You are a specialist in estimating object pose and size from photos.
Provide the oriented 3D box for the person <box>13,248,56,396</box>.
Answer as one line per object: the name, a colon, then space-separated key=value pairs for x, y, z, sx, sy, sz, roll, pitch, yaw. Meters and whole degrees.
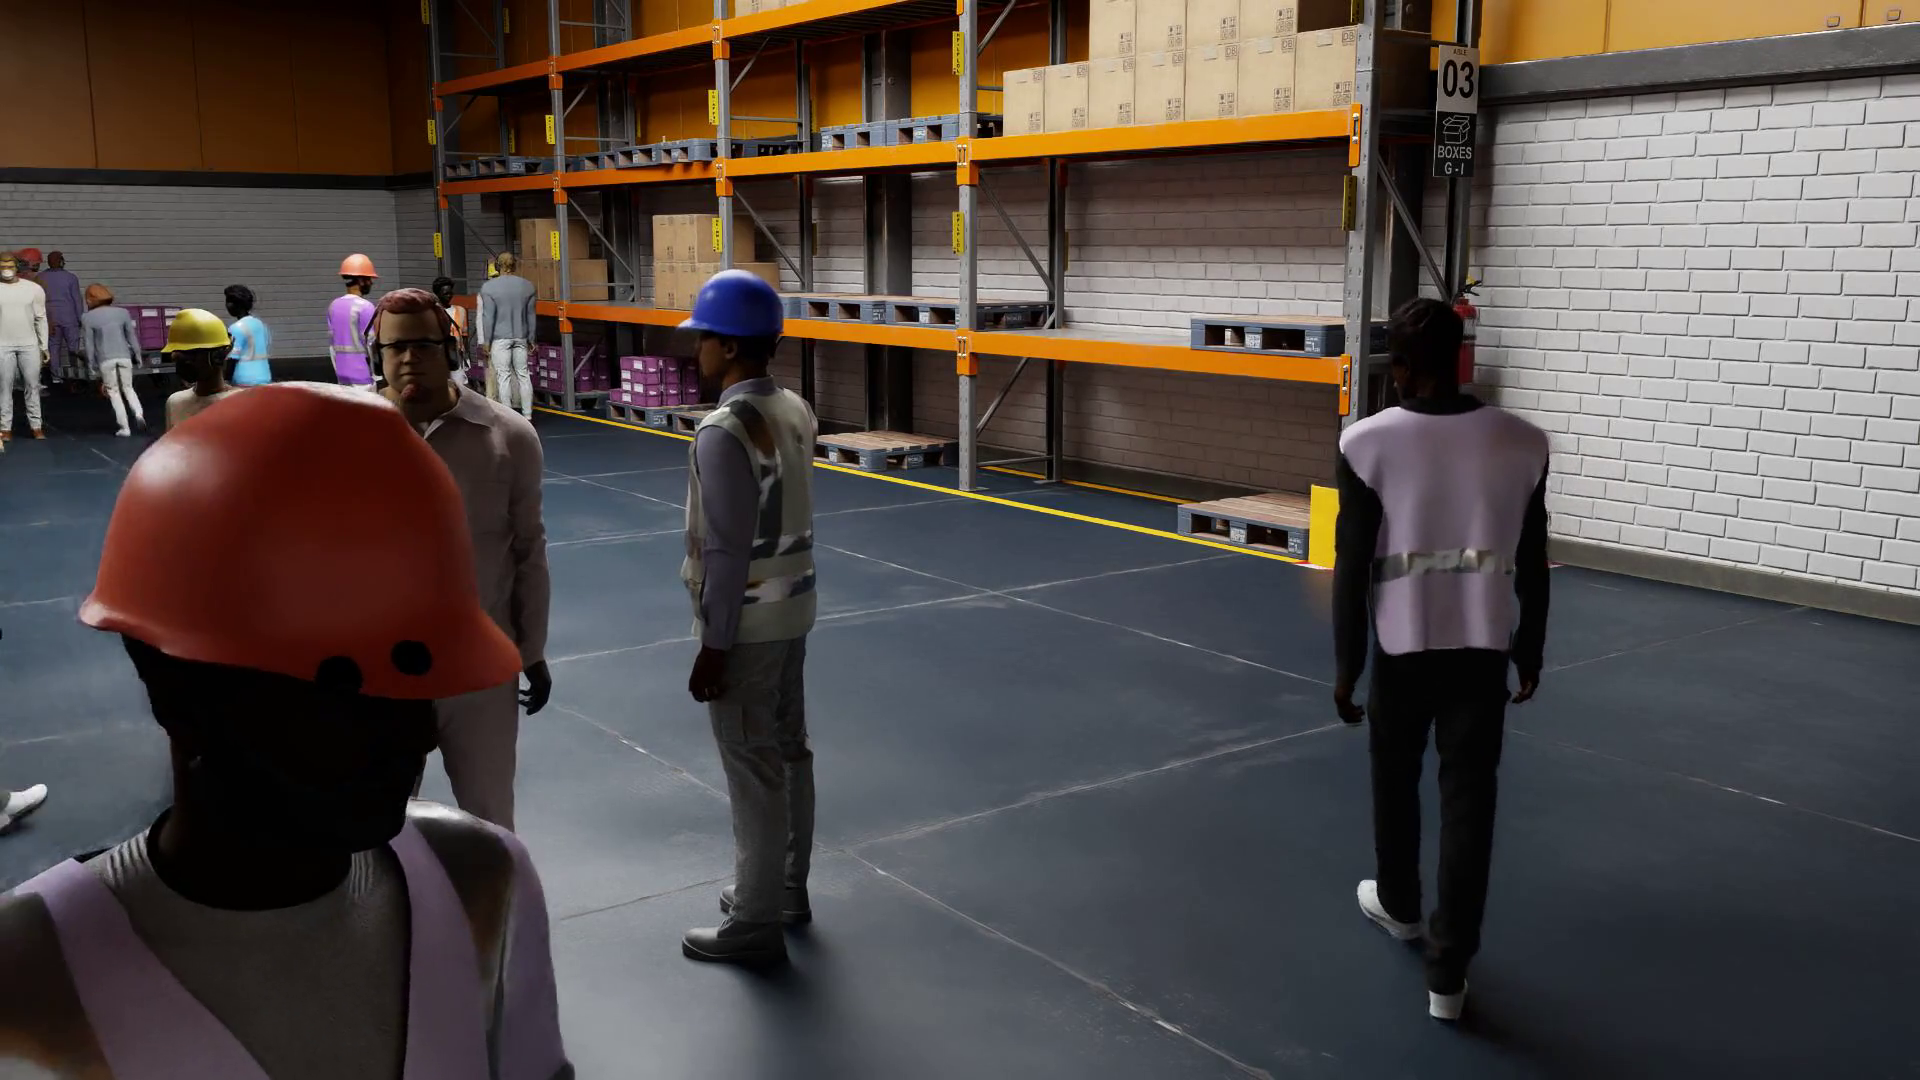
person: x=-12.241 y=-2.853 z=21.900 sx=0.614 sy=1.966 sz=0.485 roll=4 pitch=11 yaw=20

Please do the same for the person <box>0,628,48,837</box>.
person: x=-3.360 y=0.150 z=5.329 sx=0.622 sy=1.867 sz=0.944 roll=4 pitch=11 yaw=22

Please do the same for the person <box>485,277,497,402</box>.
person: x=-5.411 y=-2.276 z=19.609 sx=0.493 sy=1.625 sz=0.281 roll=-9 pitch=14 yaw=-42

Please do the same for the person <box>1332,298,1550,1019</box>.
person: x=1.301 y=0.282 z=4.575 sx=0.601 sy=1.864 sz=0.891 roll=1 pitch=10 yaw=5

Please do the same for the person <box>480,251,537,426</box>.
person: x=-4.918 y=-2.175 z=18.154 sx=0.638 sy=1.938 sz=0.357 roll=-9 pitch=13 yaw=-41

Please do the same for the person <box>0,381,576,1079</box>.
person: x=-0.486 y=0.840 z=1.284 sx=0.393 sy=1.927 sz=0.574 roll=6 pitch=12 yaw=31

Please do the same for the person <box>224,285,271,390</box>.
person: x=-6.136 y=-1.333 z=14.173 sx=0.712 sy=1.662 sz=0.549 roll=0 pitch=10 yaw=-1

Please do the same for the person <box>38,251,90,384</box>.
person: x=-12.937 y=-3.195 z=23.962 sx=0.641 sy=1.909 sz=0.409 roll=-1 pitch=10 yaw=-6

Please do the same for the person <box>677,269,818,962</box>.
person: x=-0.591 y=0.219 z=4.718 sx=0.380 sy=1.951 sz=0.603 roll=2 pitch=10 yaw=13

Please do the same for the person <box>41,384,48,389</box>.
person: x=-13.173 y=-2.906 z=23.230 sx=0.803 sy=1.596 sz=0.505 roll=1 pitch=10 yaw=5

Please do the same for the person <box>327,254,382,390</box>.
person: x=-4.755 y=-1.295 z=13.237 sx=0.551 sy=1.932 sz=0.378 roll=7 pitch=12 yaw=36

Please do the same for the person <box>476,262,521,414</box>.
person: x=-5.468 y=-2.380 z=19.706 sx=0.659 sy=1.797 sz=0.765 roll=-8 pitch=13 yaw=-37

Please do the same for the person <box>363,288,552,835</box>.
person: x=-1.391 y=0.302 z=4.374 sx=0.641 sy=1.908 sz=0.407 roll=-4 pitch=11 yaw=-21

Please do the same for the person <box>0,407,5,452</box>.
person: x=-9.406 y=-1.820 z=15.865 sx=0.365 sy=2.048 sz=0.608 roll=-3 pitch=10 yaw=-15

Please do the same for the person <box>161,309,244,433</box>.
person: x=-2.982 y=-0.039 z=6.677 sx=0.533 sy=1.767 sz=0.326 roll=4 pitch=11 yaw=22

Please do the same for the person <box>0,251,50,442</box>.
person: x=-9.680 y=-1.975 z=17.043 sx=0.634 sy=1.936 sz=0.351 roll=-7 pitch=12 yaw=-34

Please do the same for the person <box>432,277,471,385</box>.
person: x=-5.243 y=-1.837 z=16.979 sx=0.322 sy=1.688 sz=0.534 roll=8 pitch=13 yaw=39

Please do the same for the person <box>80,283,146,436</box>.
person: x=-8.822 y=-1.870 z=17.346 sx=0.426 sy=1.606 sz=0.566 roll=9 pitch=13 yaw=41
